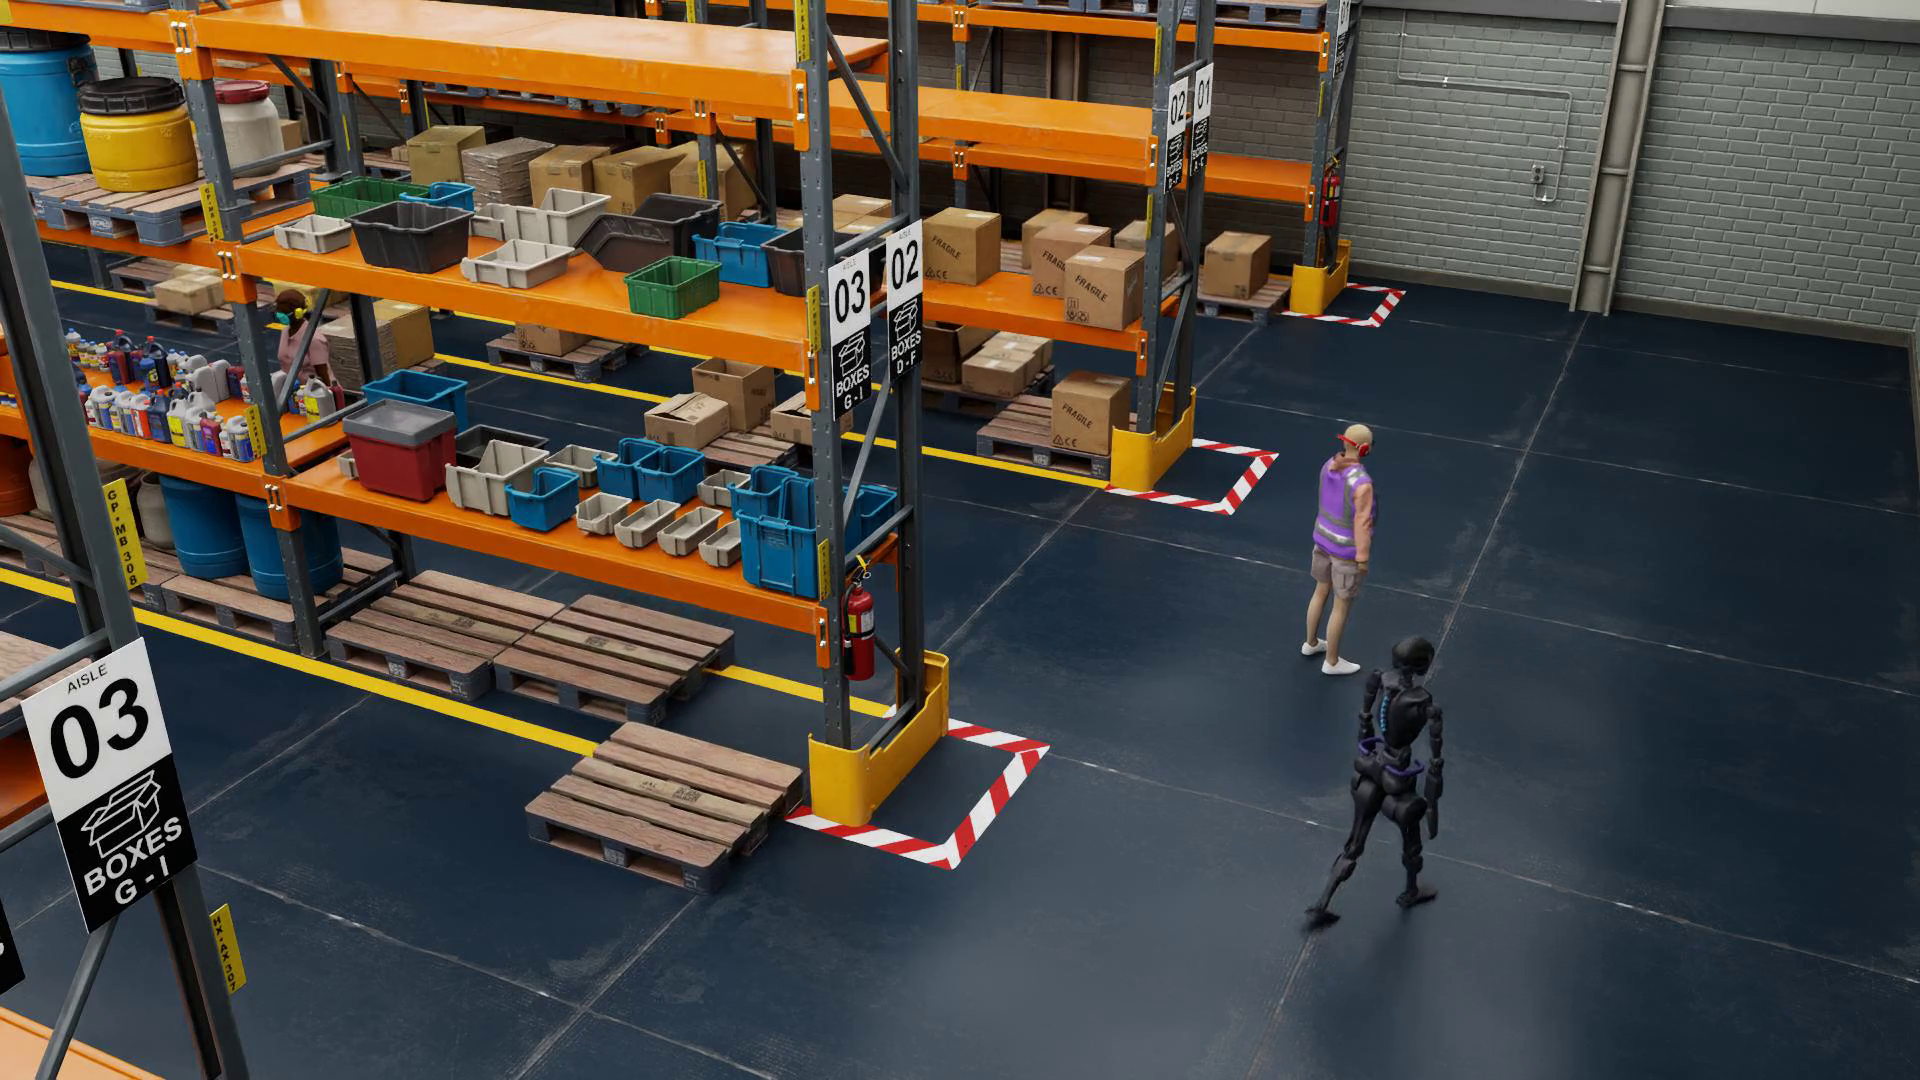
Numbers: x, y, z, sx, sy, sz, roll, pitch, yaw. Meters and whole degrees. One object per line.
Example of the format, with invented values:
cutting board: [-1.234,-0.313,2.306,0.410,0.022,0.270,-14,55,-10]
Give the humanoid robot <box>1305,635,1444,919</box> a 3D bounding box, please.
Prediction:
humanoid robot: [2.143,1.210,8.338,0.777,1.647,0.586,-15,30,-28]

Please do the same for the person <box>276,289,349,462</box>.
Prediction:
person: [-4.948,-1.059,12.732,0.503,1.791,0.341,16,31,30]

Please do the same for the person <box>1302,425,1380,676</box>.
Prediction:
person: [2.428,0.058,10.587,0.346,1.688,0.489,-10,28,-19]
